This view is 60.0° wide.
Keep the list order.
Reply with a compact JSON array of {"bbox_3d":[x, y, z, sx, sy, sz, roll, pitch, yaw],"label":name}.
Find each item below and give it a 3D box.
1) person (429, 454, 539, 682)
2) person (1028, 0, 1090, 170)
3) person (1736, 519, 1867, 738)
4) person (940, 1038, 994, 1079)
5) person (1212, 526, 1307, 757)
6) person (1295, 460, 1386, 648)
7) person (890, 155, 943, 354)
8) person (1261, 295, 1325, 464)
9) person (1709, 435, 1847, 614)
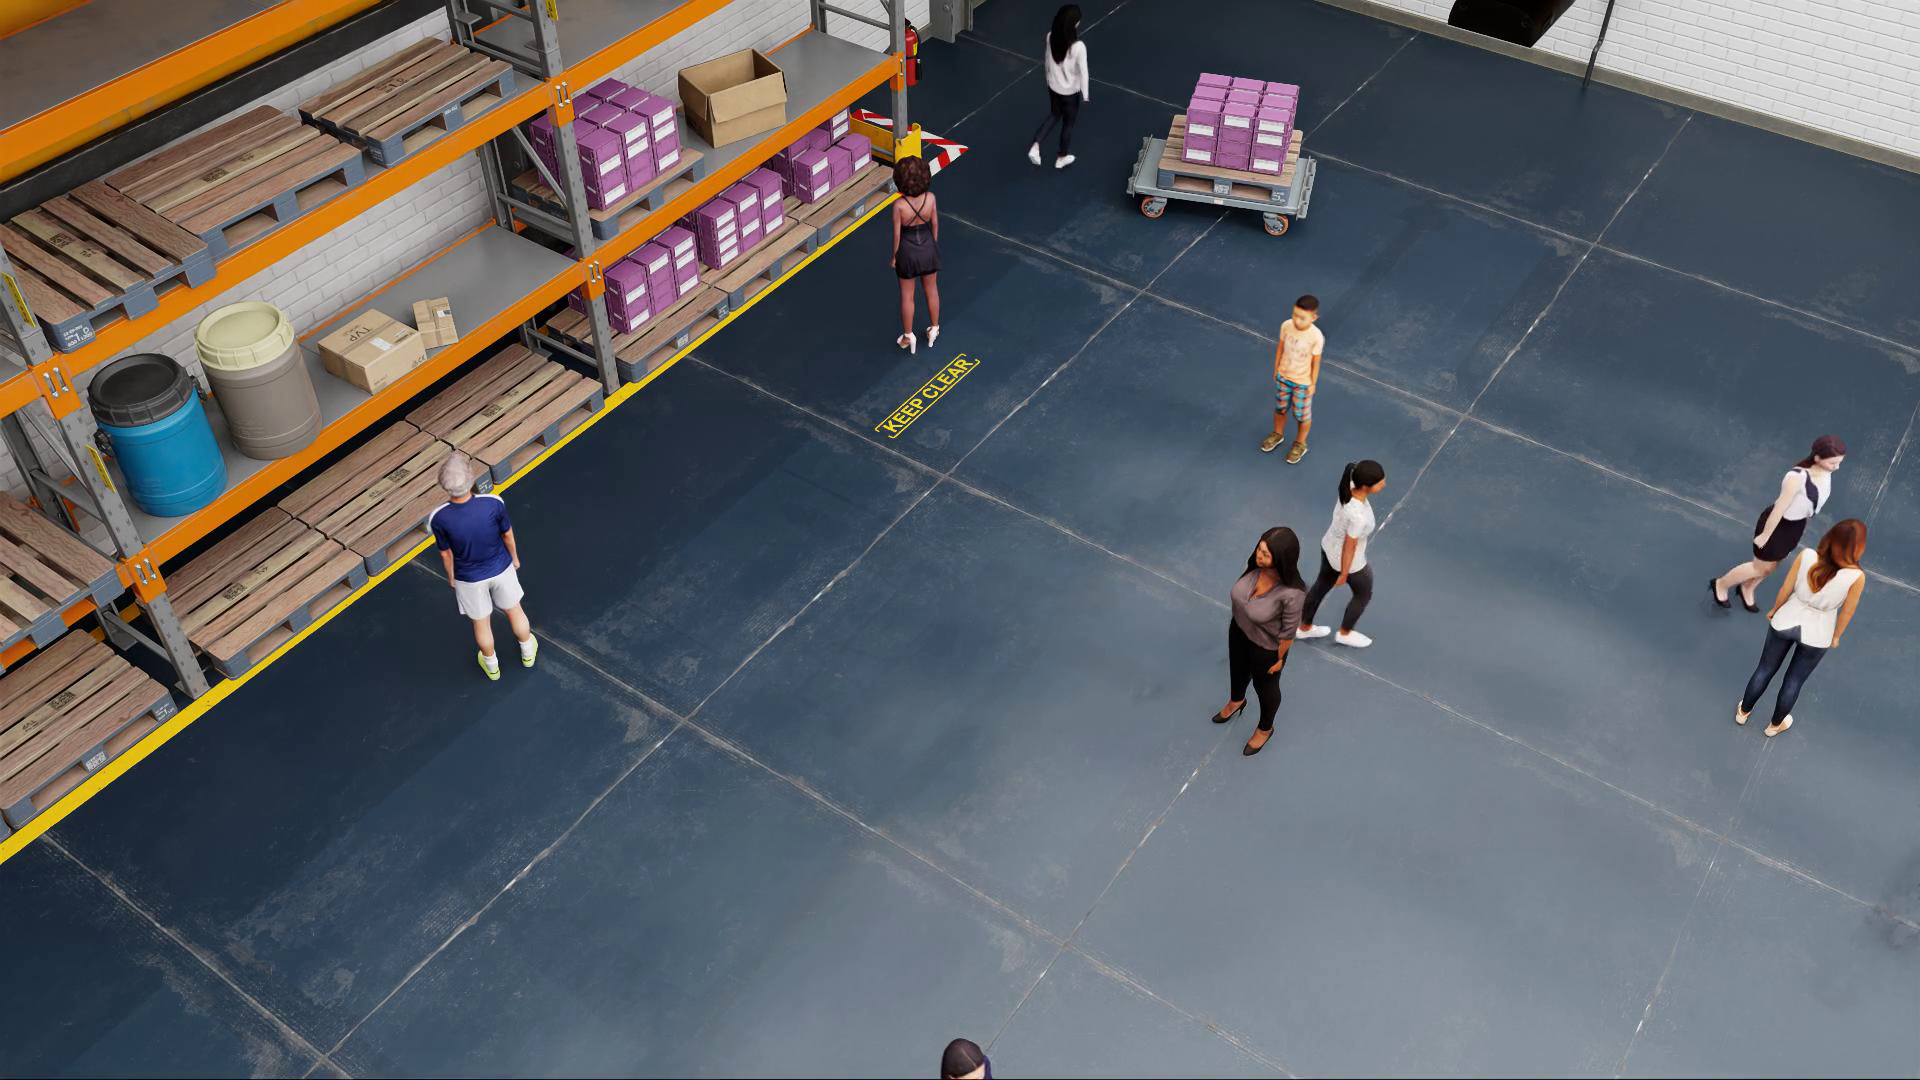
[{"bbox_3d":[-3.099,0.182,10.804,0.662,1.839,0.780,-19,47,-19],"label":"person"},{"bbox_3d":[0.915,-4.165,15.482,0.665,1.681,0.807,30,51,28],"label":"person"},{"bbox_3d":[5.288,0.565,10.444,0.616,1.782,0.552,31,52,29],"label":"person"},{"bbox_3d":[0.010,2.906,7.998,0.639,1.767,0.474,30,51,27],"label":"person"},{"bbox_3d":[1.879,0.607,10.356,0.736,1.842,0.734,-22,48,-22],"label":"person"},{"bbox_3d":[2.466,0.109,11.037,0.859,1.623,0.808,-5,44,-5],"label":"person"},{"bbox_3d":[-0.353,-2.298,13.444,0.628,1.789,0.717,-16,46,-16],"label":"person"},{"bbox_3d":[2.557,-1.245,12.579,0.510,1.457,0.475,27,50,25],"label":"person"},{"bbox_3d":[5.520,-0.097,11.246,0.683,1.634,0.749,-24,49,-23],"label":"person"}]
